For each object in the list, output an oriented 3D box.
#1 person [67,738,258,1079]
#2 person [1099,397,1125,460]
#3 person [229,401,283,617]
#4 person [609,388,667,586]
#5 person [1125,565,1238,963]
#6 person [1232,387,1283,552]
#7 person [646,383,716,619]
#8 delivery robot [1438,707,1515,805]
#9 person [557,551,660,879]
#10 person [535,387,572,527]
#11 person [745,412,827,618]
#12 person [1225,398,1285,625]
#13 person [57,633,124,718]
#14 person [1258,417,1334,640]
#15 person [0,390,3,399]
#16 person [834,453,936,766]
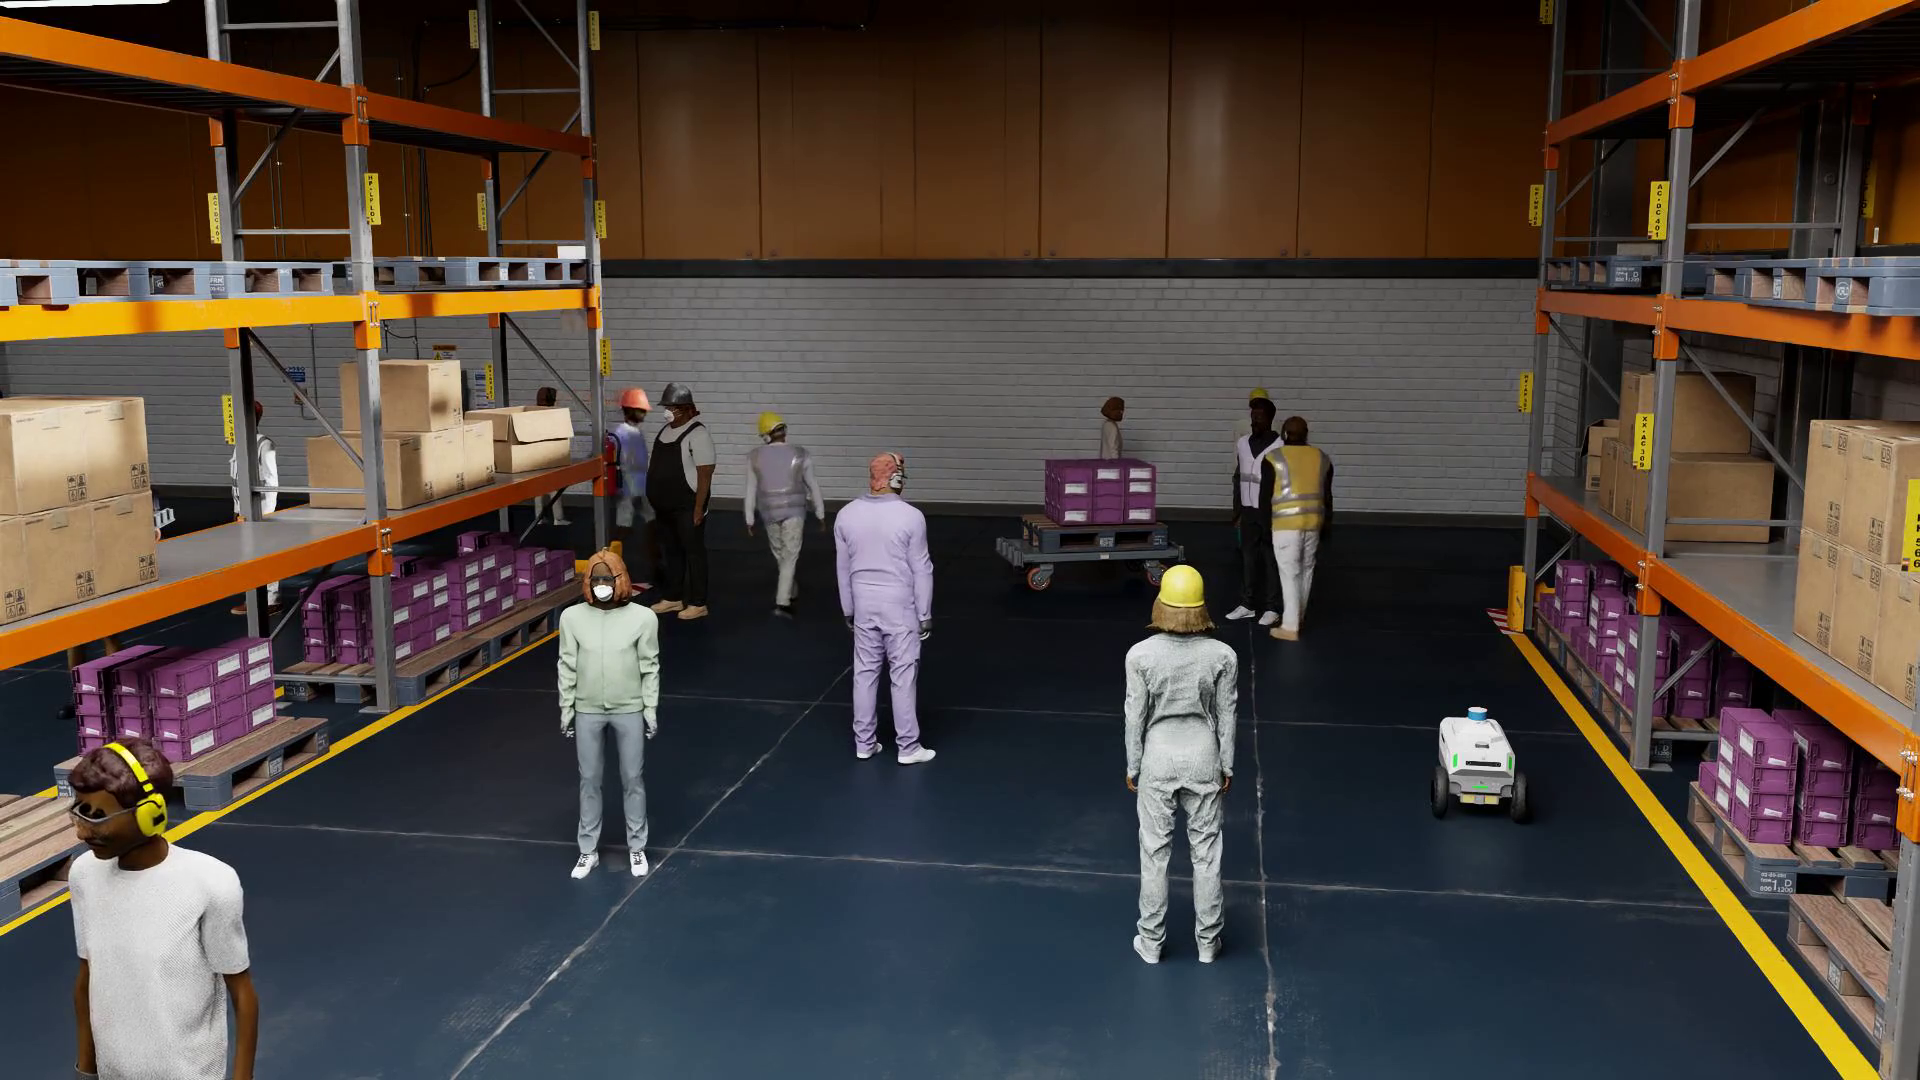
[{"bbox_3d":[-2.008,1.396,4.183,0.528,1.863,0.322,2,9,14],"label":"person"},{"bbox_3d":[1.648,-0.749,18.148,0.276,1.624,0.512,-1,9,-5],"label":"person"},{"bbox_3d":[-6.101,-0.266,14.370,0.574,1.885,0.355,7,12,37],"label":"person"},{"bbox_3d":[-3.125,-0.488,15.696,0.922,1.901,0.552,2,9,13],"label":"person"},{"bbox_3d":[0.949,0.968,7.188,0.487,1.746,0.289,0,9,1],"label":"person"},{"bbox_3d":[3.163,-0.744,17.683,0.530,1.767,0.326,2,9,10],"label":"person"},{"bbox_3d":[-2.444,-0.342,14.357,0.683,2.000,0.538,9,13,43],"label":"person"},{"bbox_3d":[2.875,1.177,9.273,0.477,0.478,0.707,2,9,11],"label":"delivery robot"},{"bbox_3d":[-1.729,0.858,8.209,0.499,1.633,0.285,-1,9,-4],"label":"person"},{"bbox_3d":[-4.828,-0.970,19.477,0.515,1.636,0.315,4,10,22],"label":"person"},{"bbox_3d":[-1.522,-0.226,14.486,0.669,1.775,0.876,1,9,3],"label":"person"},{"bbox_3d":[2.571,-0.247,14.149,0.393,1.920,0.591,-9,13,-44],"label":"person"},{"bbox_3d":[-5.833,0.239,11.092,0.551,1.935,0.375,-1,9,-8],"label":"person"},{"bbox_3d":[2.744,-0.102,13.674,0.630,1.800,0.683,-3,10,-17],"label":"person"},{"bbox_3d":[-11.593,-1.184,19.698,0.623,1.989,0.401,-2,9,-11],"label":"person"},{"bbox_3d":[-0.432,0.420,10.097,0.639,1.901,0.406,5,10,27],"label":"person"}]
